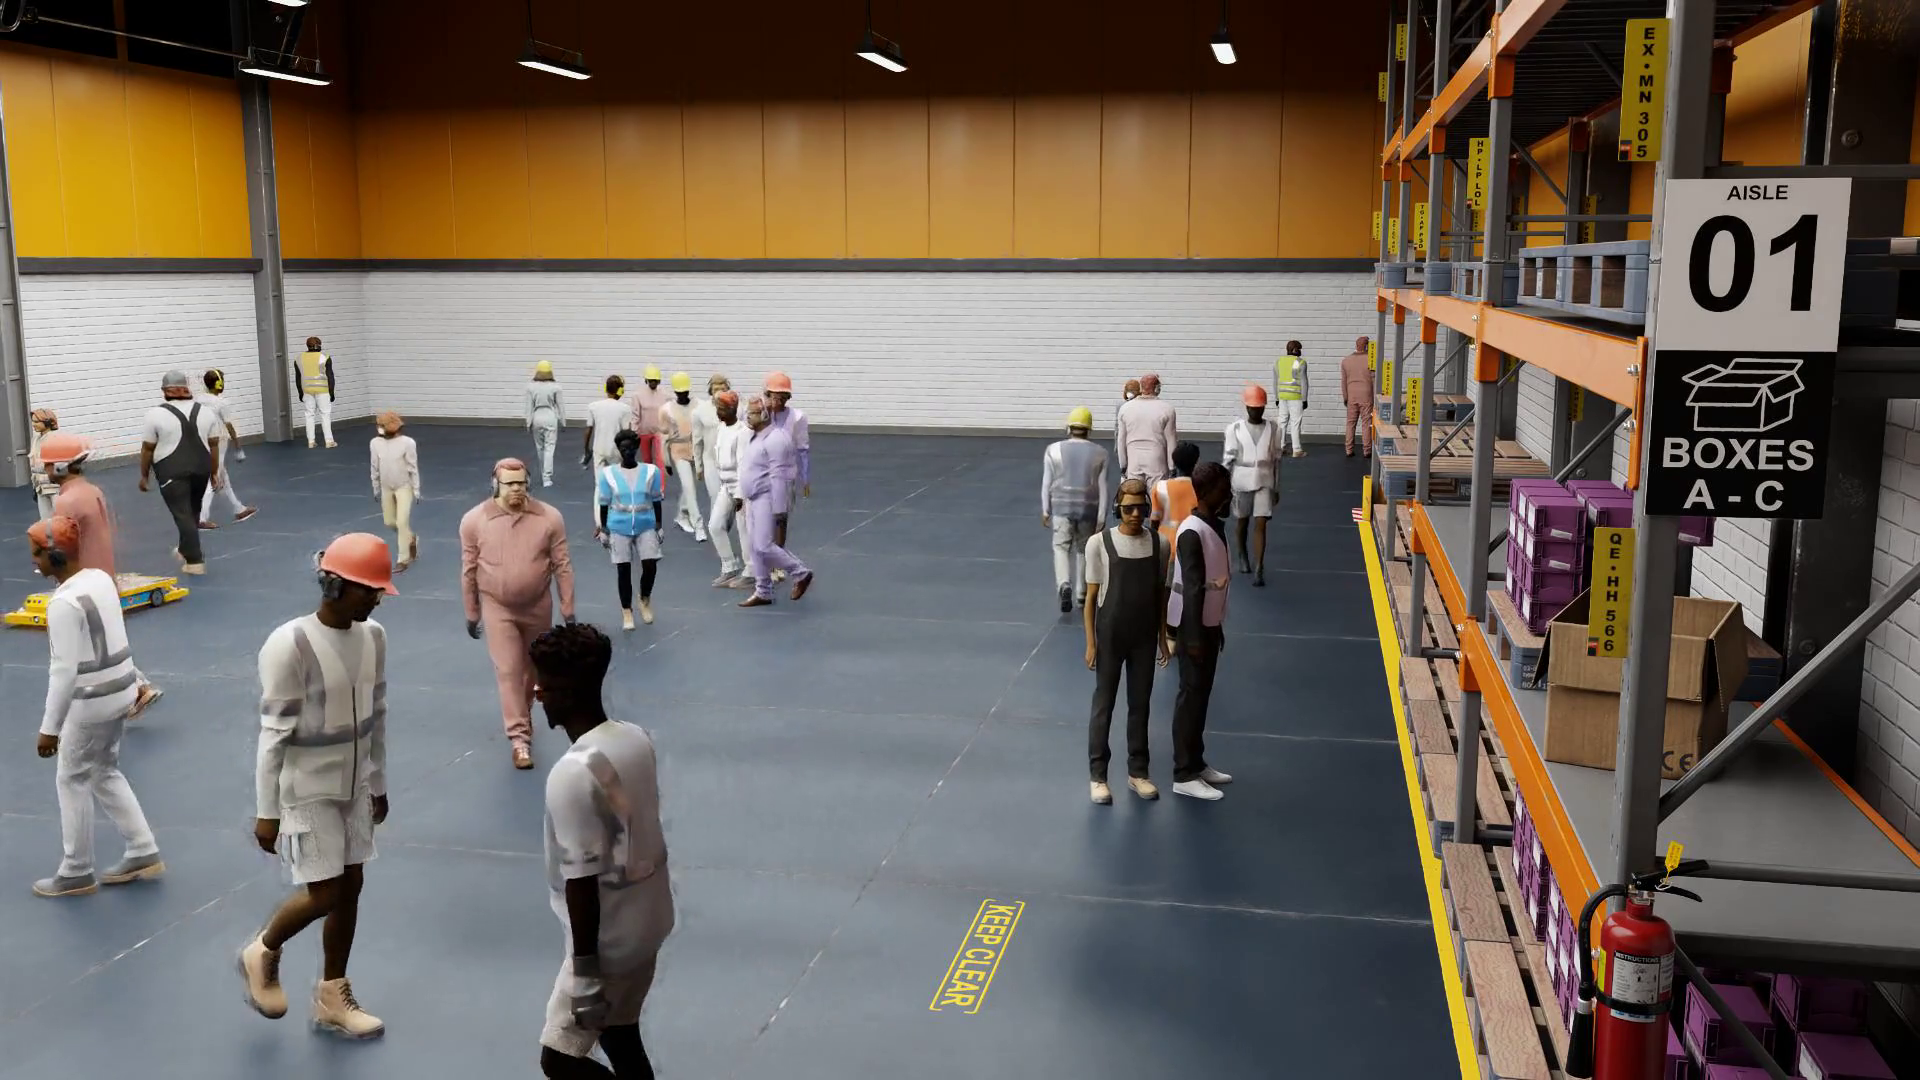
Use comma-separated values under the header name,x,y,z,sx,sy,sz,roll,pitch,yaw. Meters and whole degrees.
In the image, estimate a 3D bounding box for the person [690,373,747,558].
name,x,y,z,sx,sy,sz,roll,pitch,yaw
person,-2.502,-0.807,17.502,0.642,1.910,0.919,-2,10,-14

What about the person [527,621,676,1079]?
name,x,y,z,sx,sy,sz,roll,pitch,yaw
person,-1.104,1.217,5.174,0.483,1.941,0.675,1,10,7

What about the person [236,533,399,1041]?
name,x,y,z,sx,sy,sz,roll,pitch,yaw
person,-2.501,0.968,6.504,0.620,2.001,0.698,4,10,22

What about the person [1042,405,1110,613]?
name,x,y,z,sx,sy,sz,roll,pitch,yaw
person,1.007,-0.260,14.459,0.592,1.814,0.726,1,9,3

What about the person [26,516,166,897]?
name,x,y,z,sx,sy,sz,roll,pitch,yaw
person,-4.172,0.797,7.921,0.590,1.871,0.672,-1,9,-6

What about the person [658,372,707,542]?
name,x,y,z,sx,sy,sz,roll,pitch,yaw
person,-3.047,-0.947,18.476,0.599,1.863,1.028,-6,11,-31

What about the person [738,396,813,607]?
name,x,y,z,sx,sy,sz,roll,pitch,yaw
person,-1.678,-0.336,14.716,0.544,1.892,0.642,-5,11,-26

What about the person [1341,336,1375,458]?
name,x,y,z,sx,sy,sz,roll,pitch,yaw
person,6.308,-2.241,26.118,0.643,1.909,0.410,7,12,37

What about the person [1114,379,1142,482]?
name,x,y,z,sx,sy,sz,roll,pitch,yaw
person,2.117,-1.156,20.404,0.506,1.632,0.265,6,11,31

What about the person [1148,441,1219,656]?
name,x,y,z,sx,sy,sz,roll,pitch,yaw
person,1.710,0.090,12.747,0.543,1.687,0.471,1,9,7

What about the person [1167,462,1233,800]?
name,x,y,z,sx,sy,sz,roll,pitch,yaw
person,1.380,0.504,9.548,0.391,1.918,0.587,3,10,19

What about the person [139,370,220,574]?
name,x,y,z,sx,sy,sz,roll,pitch,yaw
person,-7.748,-0.700,16.432,0.959,2.000,0.698,7,12,37

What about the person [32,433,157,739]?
name,x,y,z,sx,sy,sz,roll,pitch,yaw
person,-5.567,0.302,10.591,0.504,1.981,0.628,-2,10,-13

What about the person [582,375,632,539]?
name,x,y,z,sx,sy,sz,roll,pitch,yaw
person,-3.947,-0.929,18.540,0.606,1.814,0.939,0,9,2

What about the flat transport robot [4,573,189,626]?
name,x,y,z,sx,sy,sz,roll,pitch,yaw
flat transport robot,-7.488,0.507,14.478,0.652,0.197,1.431,2,10,14

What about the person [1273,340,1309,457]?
name,x,y,z,sx,sy,sz,roll,pitch,yaw
person,5.238,-2.227,26.245,0.430,1.840,0.620,-8,13,-41

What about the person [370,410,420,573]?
name,x,y,z,sx,sy,sz,roll,pitch,yaw
person,-5.572,-0.506,16.551,0.534,1.606,0.636,2,10,10

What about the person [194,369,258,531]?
name,x,y,z,sx,sy,sz,roll,pitch,yaw
person,-8.494,-1.051,19.198,0.519,1.814,0.996,5,10,26

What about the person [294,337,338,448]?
name,x,y,z,sx,sy,sz,roll,pitch,yaw
person,-10.645,-2.438,27.514,0.624,1.841,0.430,0,9,0

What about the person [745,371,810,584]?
name,x,y,z,sx,sy,sz,roll,pitch,yaw
person,-1.708,-0.579,15.729,0.622,2.022,0.753,-3,10,-18

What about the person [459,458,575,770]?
name,x,y,z,sx,sy,sz,roll,pitch,yaw
person,-2.749,0.402,10.339,0.652,1.863,0.993,-4,10,-23

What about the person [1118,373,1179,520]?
name,x,y,z,sx,sy,sz,roll,pitch,yaw
person,1.983,-0.801,17.448,0.652,1.904,0.402,4,10,25

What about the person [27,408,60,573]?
name,x,y,z,sx,sy,sz,roll,pitch,yaw
person,-8.875,-0.469,16.248,0.522,1.638,0.309,5,11,27

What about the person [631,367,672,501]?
name,x,y,z,sx,sy,sz,roll,pitch,yaw
person,-4.006,-1.404,21.657,0.527,1.720,0.923,-1,10,-9

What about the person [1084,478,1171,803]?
name,x,y,z,sx,sy,sz,roll,pitch,yaw
person,0.950,0.565,9.401,0.505,1.845,0.345,-2,10,-14

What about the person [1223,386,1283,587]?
name,x,y,z,sx,sy,sz,roll,pitch,yaw
person,2.804,-0.550,15.997,0.562,1.893,0.998,1,9,5

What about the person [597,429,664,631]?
name,x,y,z,sx,sy,sz,roll,pitch,yaw
person,-2.712,-0.075,13.720,0.546,1.686,0.372,-3,10,-16

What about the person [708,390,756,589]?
name,x,y,z,sx,sy,sz,roll,pitch,yaw
person,-2.130,-0.458,15.482,0.568,1.862,0.603,-8,12,-38

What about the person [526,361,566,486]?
name,x,y,z,sx,sy,sz,roll,pitch,yaw
person,-5.710,-1.620,23.012,0.509,1.695,0.899,0,9,0
